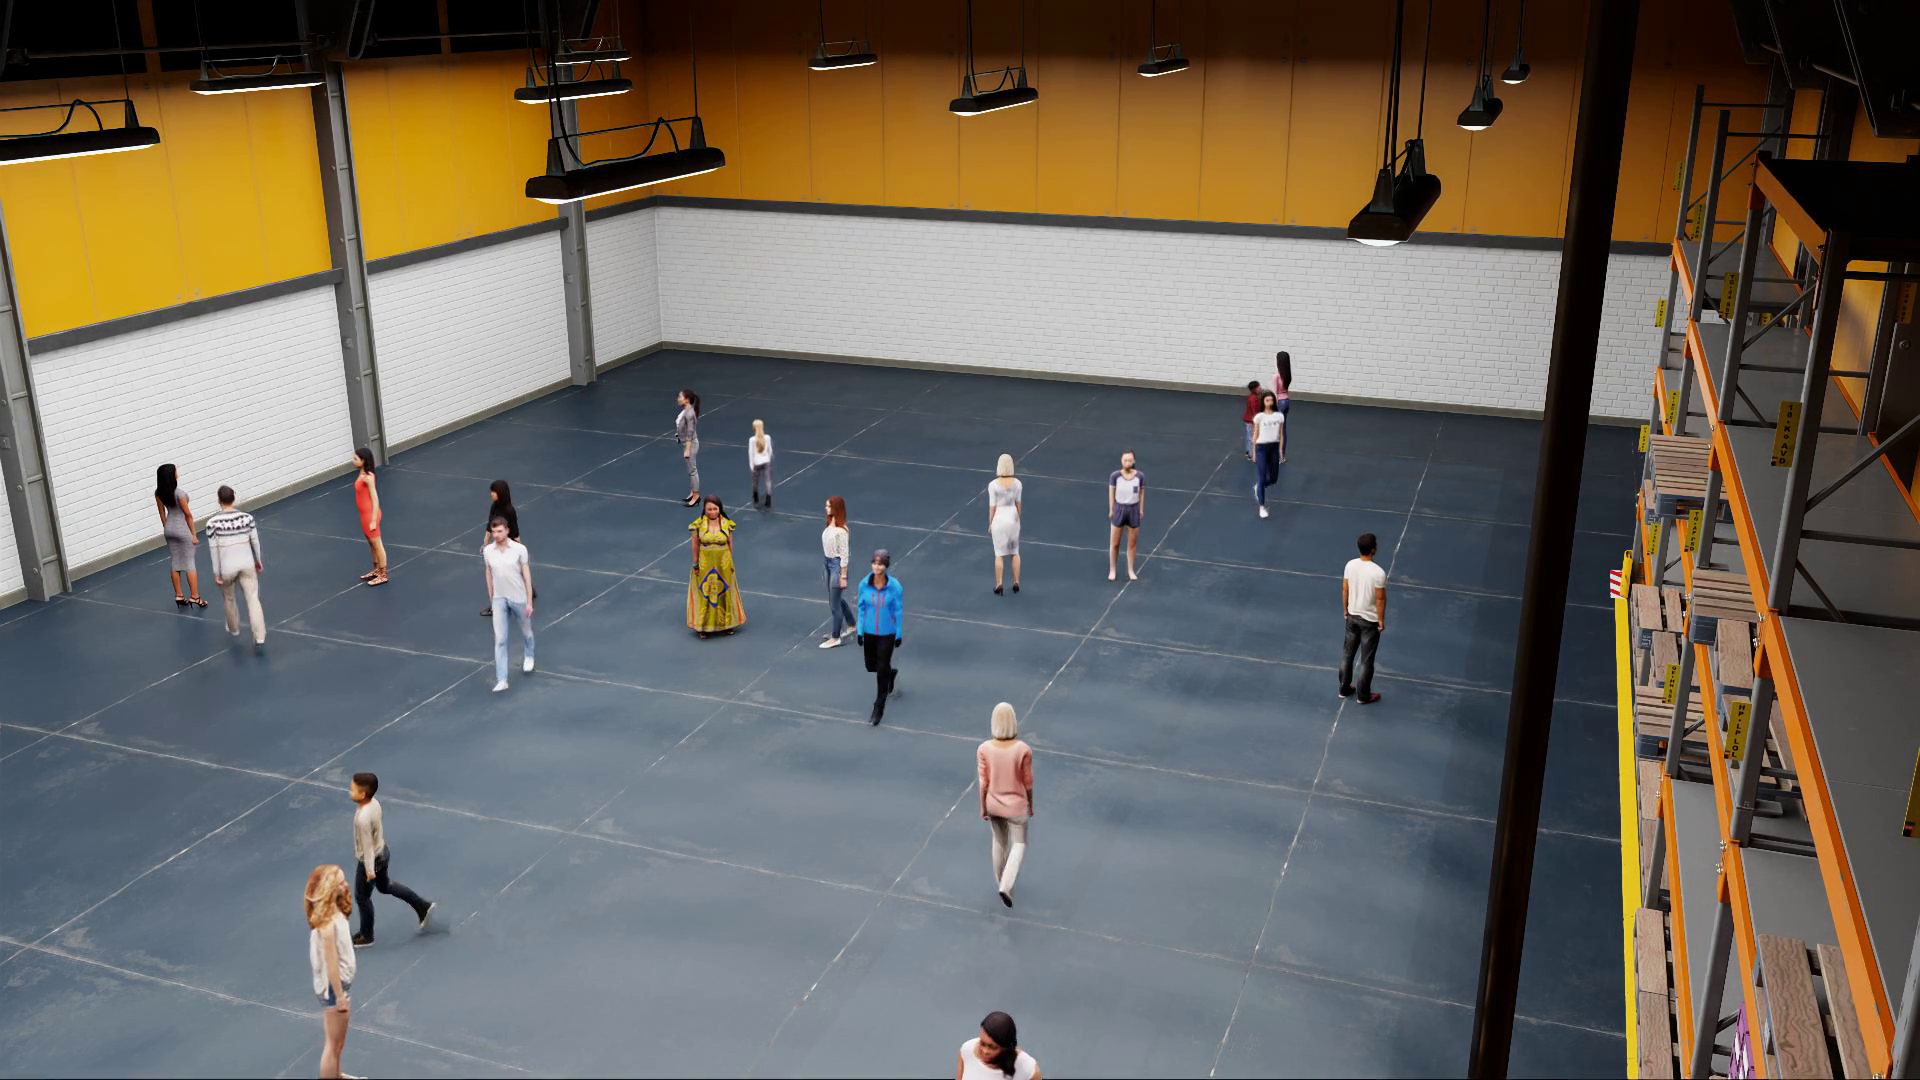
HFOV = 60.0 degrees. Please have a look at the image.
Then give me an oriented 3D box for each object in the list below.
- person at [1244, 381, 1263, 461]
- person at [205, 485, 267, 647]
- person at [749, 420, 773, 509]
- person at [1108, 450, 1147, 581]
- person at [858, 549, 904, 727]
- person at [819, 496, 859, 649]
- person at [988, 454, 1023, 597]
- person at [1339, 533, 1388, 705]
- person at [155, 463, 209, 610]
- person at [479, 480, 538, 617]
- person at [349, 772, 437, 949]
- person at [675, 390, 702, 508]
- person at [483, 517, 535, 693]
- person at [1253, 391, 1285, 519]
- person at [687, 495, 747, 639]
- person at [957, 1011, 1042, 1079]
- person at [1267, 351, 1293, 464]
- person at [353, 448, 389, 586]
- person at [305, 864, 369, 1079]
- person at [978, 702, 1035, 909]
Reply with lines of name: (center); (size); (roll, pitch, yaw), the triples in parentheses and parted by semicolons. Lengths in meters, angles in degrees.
person: (4.515, -1.862, 25.819); (0.607, 1.249, 0.491); (1, 19, 4)
person: (-7.979, 0.331, 18.403); (1.253, 1.825, 1.203); (-13, 23, -34)
person: (-2.781, -1.049, 23.388); (0.814, 1.258, 0.944); (-6, 19, -16)
person: (2.052, -0.319, 20.608); (0.655, 1.650, 0.625); (0, 19, 0)
person: (-0.777, 0.930, 16.694); (0.625, 1.780, 0.982); (7, 20, 20)
person: (-1.352, 0.316, 18.588); (0.895, 1.736, 0.840); (-9, 21, -26)
person: (0.554, -0.192, 20.072); (0.645, 1.750, 0.671); (-4, 19, -12)
person: (4.129, 0.792, 17.068); (0.692, 1.805, 0.710); (-17, 25, -41)
person: (-9.205, -0.048, 19.598); (0.591, 1.781, 0.525); (5, 19, 15)
person: (-5.253, 0.071, 19.530); (0.864, 1.599, 1.155); (16, 25, 40)
person: (-4.432, 2.437, 12.748); (0.884, 1.444, 0.948); (-3, 19, -9)
person: (-3.817, -1.312, 23.511); (0.784, 1.679, 0.695); (-4, 19, -11)
person: (-4.704, 0.626, 17.560); (0.971, 1.804, 1.301); (0, 19, 0)
person: (4.235, -1.215, 23.089); (0.850, 1.765, 0.984); (-3, 19, -9)
person: (-2.788, 0.277, 18.823); (1.006, 1.660, 1.050); (-7, 20, -19)
person: (0.233, 3.395, 9.558); (0.776, 1.663, 1.126); (11, 21, 29)
person: (4.930, -2.060, 25.632); (0.584, 1.743, 0.699); (-18, 25, -42)
person: (-7.248, -0.298, 20.438); (0.700, 1.718, 0.666); (-12, 22, -32)
person: (-4.098, 2.919, 10.833); (0.732, 1.751, 0.642); (-4, 19, -13)
person: (0.361, 2.142, 13.213); (0.668, 1.706, 0.908); (4, 19, 11)
